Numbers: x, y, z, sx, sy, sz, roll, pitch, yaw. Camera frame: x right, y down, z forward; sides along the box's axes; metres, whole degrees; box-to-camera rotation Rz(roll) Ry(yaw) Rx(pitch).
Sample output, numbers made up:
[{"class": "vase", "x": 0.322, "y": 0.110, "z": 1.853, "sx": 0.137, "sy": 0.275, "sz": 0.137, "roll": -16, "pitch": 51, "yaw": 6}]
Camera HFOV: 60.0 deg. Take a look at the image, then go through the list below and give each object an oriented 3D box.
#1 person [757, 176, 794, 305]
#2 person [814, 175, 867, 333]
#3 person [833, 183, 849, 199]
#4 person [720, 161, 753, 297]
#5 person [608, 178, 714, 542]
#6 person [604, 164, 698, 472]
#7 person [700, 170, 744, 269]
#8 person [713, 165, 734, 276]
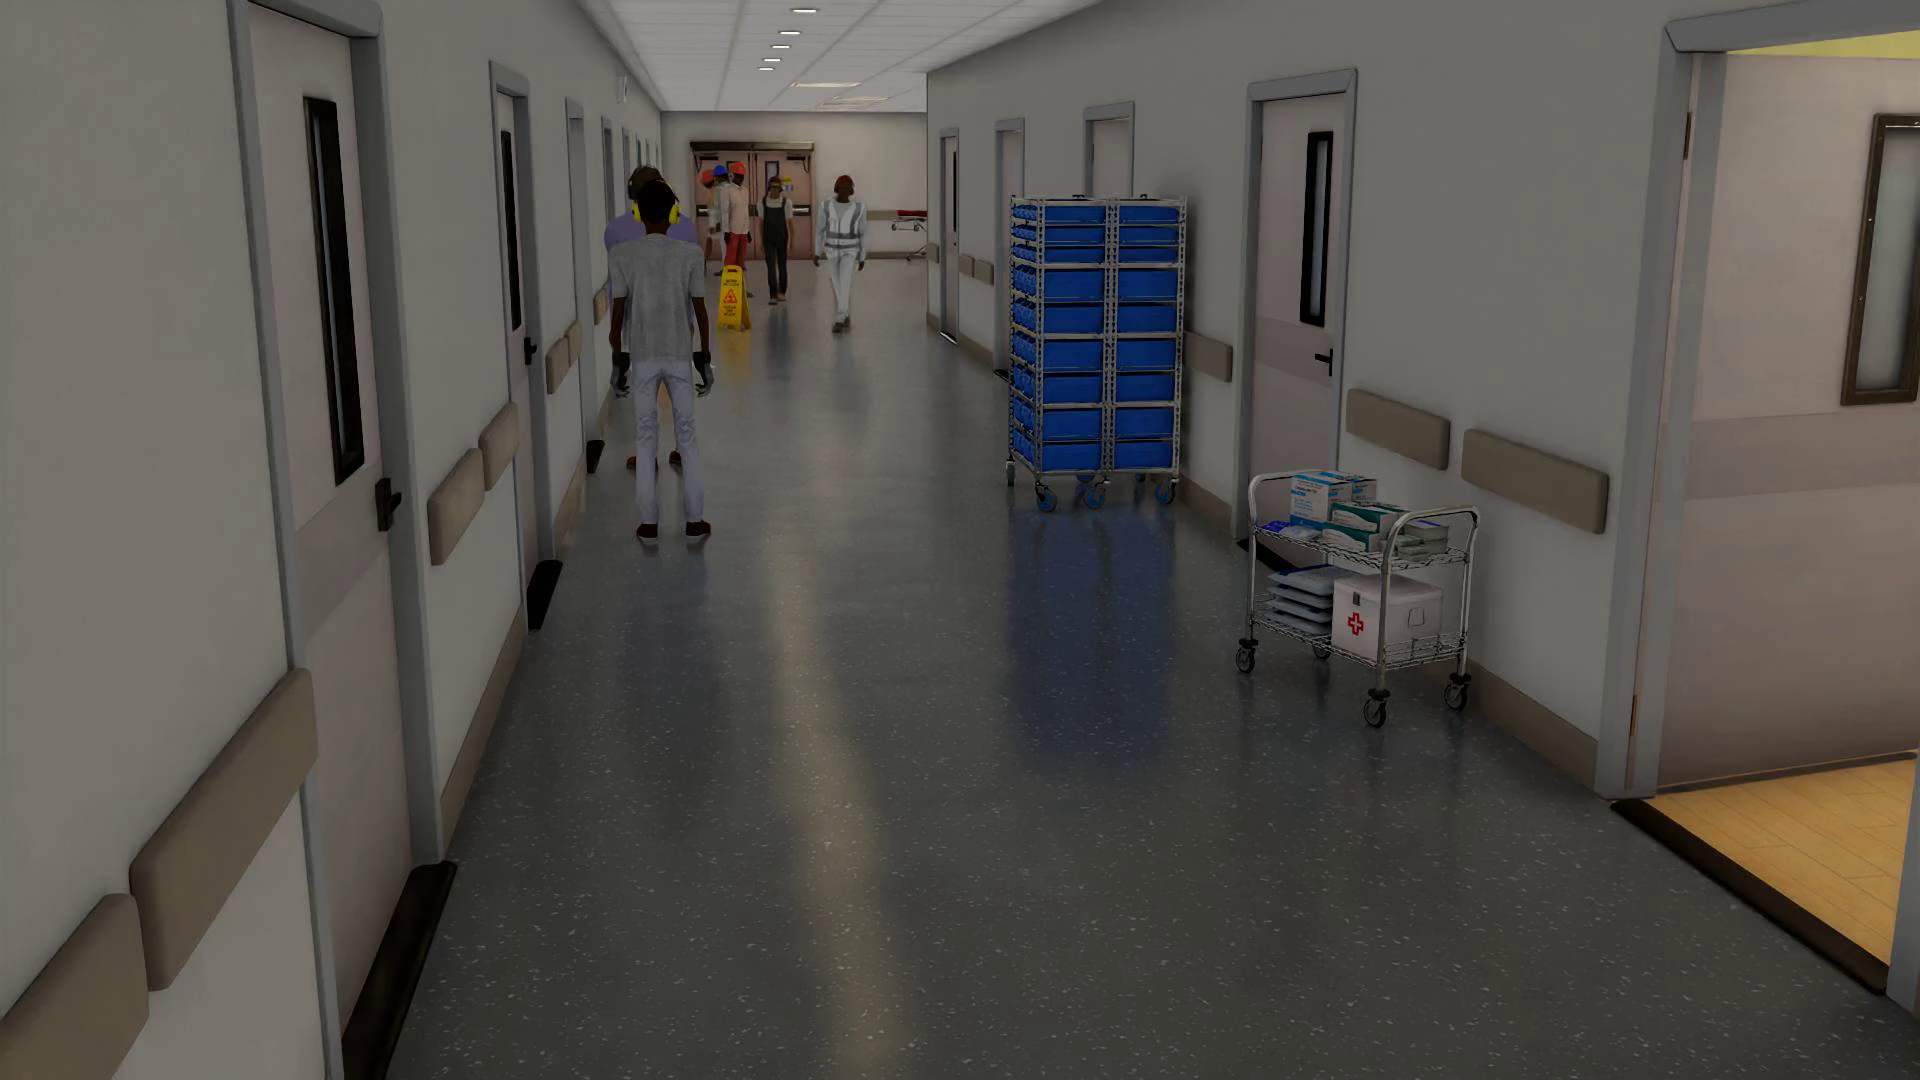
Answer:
[{"class": "person", "x": -2.614, "y": -4.261, "z": 23.641, "sx": 0.518, "sy": 1.798, "sz": 0.936, "roll": -1, "pitch": 13, "yaw": -3}, {"class": "person", "x": -1.394, "y": -3.393, "z": 19.712, "sx": 0.583, "sy": 1.830, "sz": 1.036, "roll": 2, "pitch": 13, "yaw": 9}, {"class": "person", "x": -2.030, "y": -5.331, "z": 28.474, "sx": 0.424, "sy": 1.748, "sz": 0.552, "roll": -7, "pitch": 15, "yaw": -30}, {"class": "person", "x": -3.269, "y": -4.549, "z": 24.458, "sx": 0.395, "sy": 1.990, "sz": 0.619, "roll": 7, "pitch": 14, "yaw": 28}, {"class": "person", "x": -1.548, "y": -0.919, "z": 8.622, "sx": 0.534, "sy": 1.866, "sz": 0.309, "roll": -2, "pitch": 13, "yaw": -9}, {"class": "person", "x": -1.956, "y": -1.402, "z": 10.603, "sx": 0.629, "sy": 1.940, "sz": 0.379, "roll": -9, "pitch": 15, "yaw": -34}, {"class": "person", "x": -4.449, "y": -5.810, "z": 30.373, "sx": 1.018, "sy": 1.861, "sz": 0.614, "roll": -1, "pitch": 13, "yaw": -4}, {"class": "person", "x": -4.181, "y": -5.659, "z": 29.499, "sx": 0.393, "sy": 1.943, "sz": 0.602, "roll": 3, "pitch": 13, "yaw": 12}]
